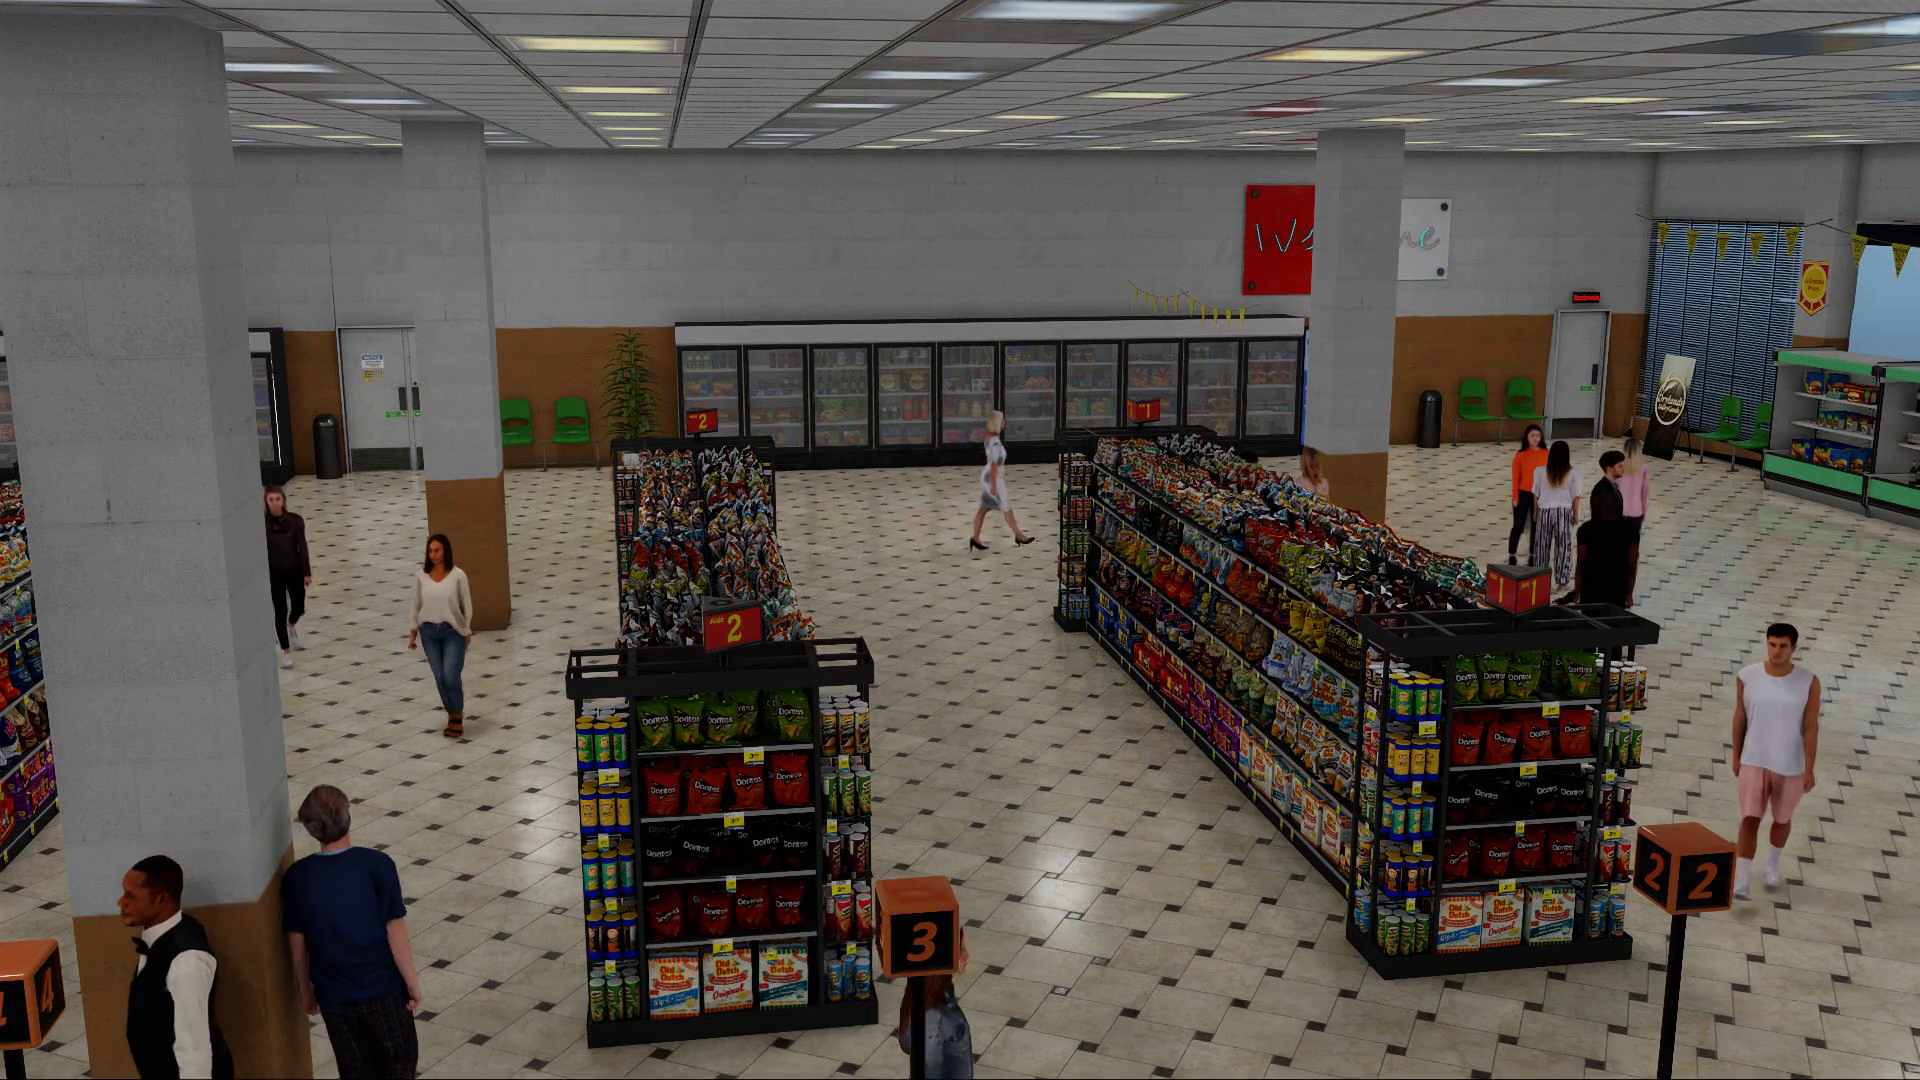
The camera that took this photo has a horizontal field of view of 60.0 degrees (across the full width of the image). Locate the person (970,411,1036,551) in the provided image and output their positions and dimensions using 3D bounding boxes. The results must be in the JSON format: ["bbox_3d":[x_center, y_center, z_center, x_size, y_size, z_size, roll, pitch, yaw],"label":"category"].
[{"bbox_3d":[0.321,-0.687,20.277,0.693,1.709,0.980,-3,12,-14],"label":"person"}]

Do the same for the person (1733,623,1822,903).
[{"bbox_3d":[5.114,1.376,10.406,1.075,1.740,1.172,7,14,29],"label":"person"}]

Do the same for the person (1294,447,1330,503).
[{"bbox_3d":[3.576,-0.009,16.806,0.677,1.812,0.701,-6,13,-26],"label":"person"}]

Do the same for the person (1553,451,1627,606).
[{"bbox_3d":[6.270,0.045,16.410,1.081,1.871,1.066,6,13,26],"label":"person"}]

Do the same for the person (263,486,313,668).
[{"bbox_3d":[-6.322,0.319,15.562,0.832,1.684,1.055,-7,14,-29],"label":"person"}]

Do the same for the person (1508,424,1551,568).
[{"bbox_3d":[6.595,-0.485,19.248,0.670,1.737,0.639,0,12,-1],"label":"person"}]

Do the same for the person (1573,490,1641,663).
[{"bbox_3d":[5.636,0.460,14.563,0.740,1.818,0.711,4,12,16],"label":"person"}]

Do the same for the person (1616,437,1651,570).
[{"bbox_3d":[7.405,-0.308,18.551,0.723,1.680,0.754,4,12,16],"label":"person"}]

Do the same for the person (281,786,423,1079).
[{"bbox_3d":[-2.614,2.006,7.174,0.713,1.839,0.658,-1,12,-5],"label":"person"}]

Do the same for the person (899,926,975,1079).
[{"bbox_3d":[-0.184,2.249,6.379,0.721,1.691,0.729,0,12,-2],"label":"person"}]

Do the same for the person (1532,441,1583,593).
[{"bbox_3d":[6.582,-0.277,18.400,0.785,1.680,0.820,6,13,27],"label":"person"}]

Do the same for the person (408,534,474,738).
[{"bbox_3d":[-4.167,0.758,13.512,0.689,1.670,0.690,1,12,6],"label":"person"}]

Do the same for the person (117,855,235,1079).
[{"bbox_3d":[-2.919,2.114,6.503,1.009,1.903,1.074,-8,14,-34],"label":"person"}]
